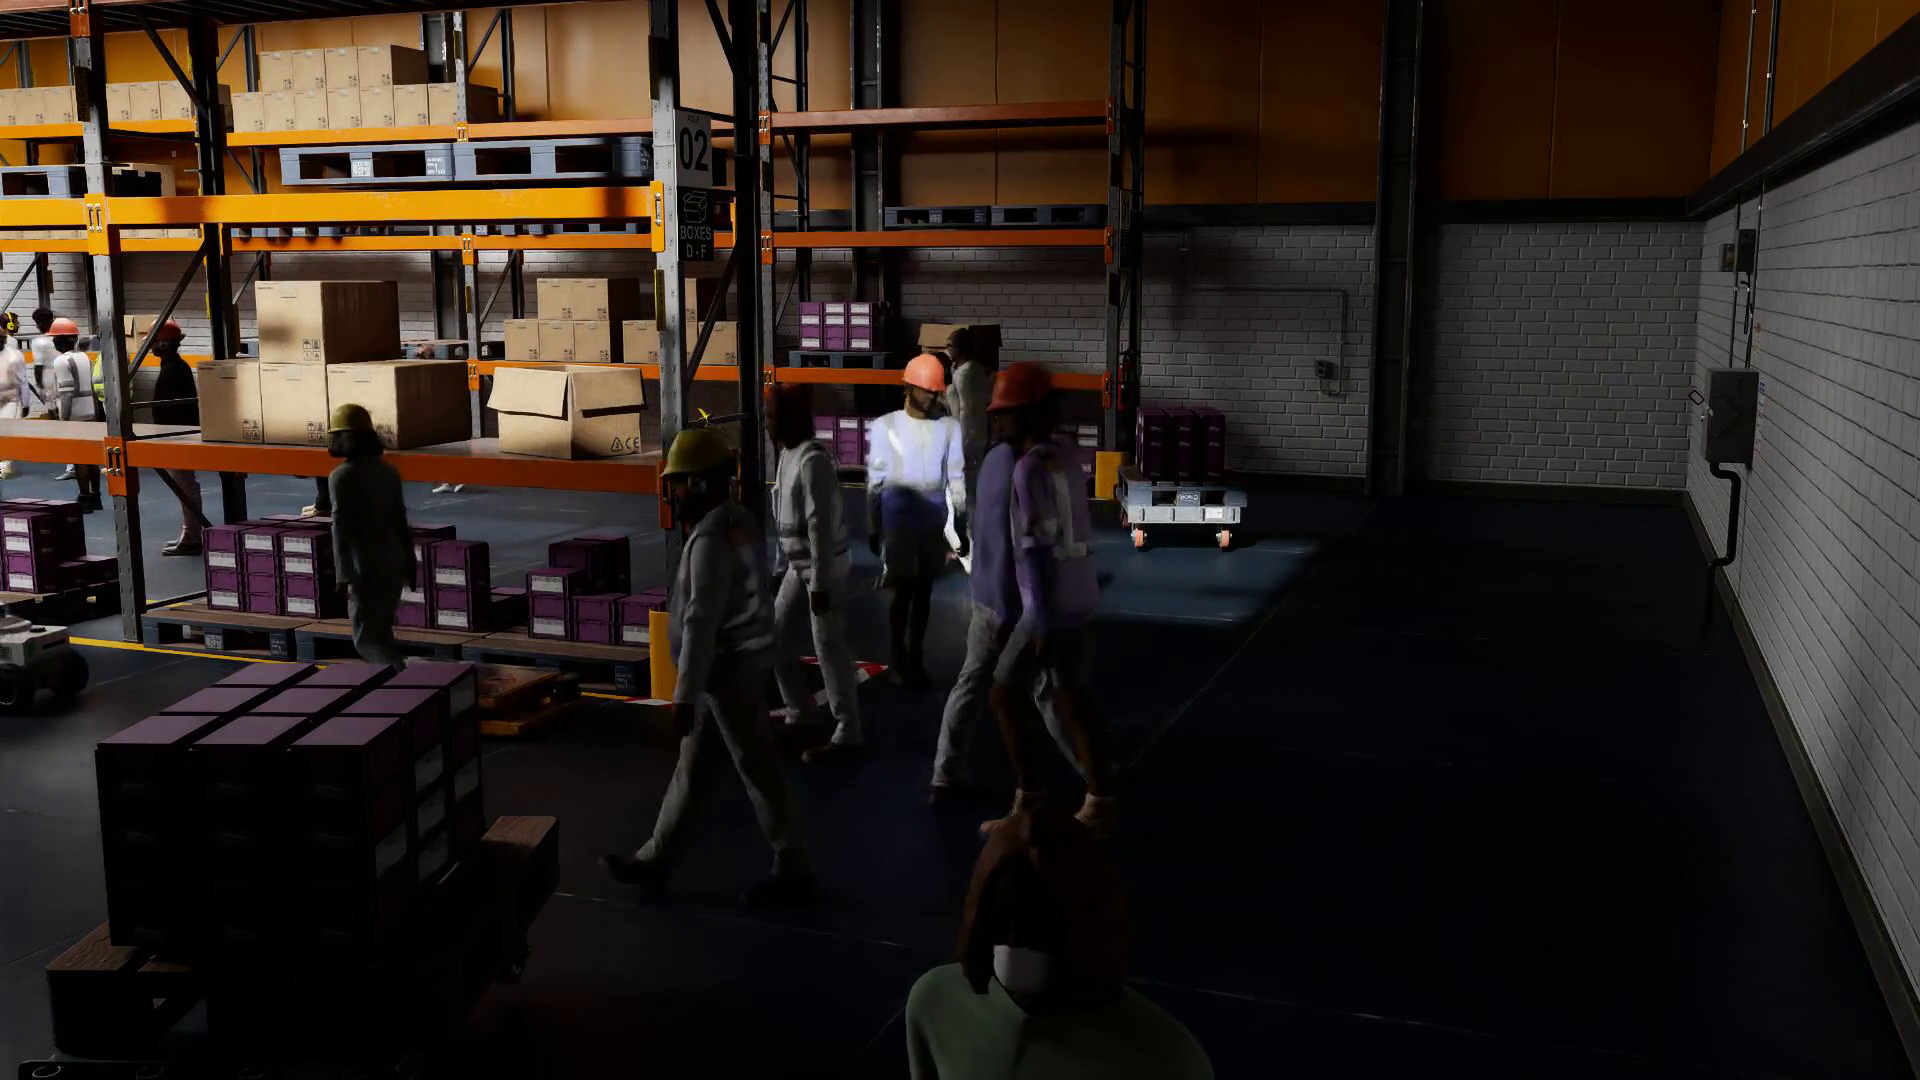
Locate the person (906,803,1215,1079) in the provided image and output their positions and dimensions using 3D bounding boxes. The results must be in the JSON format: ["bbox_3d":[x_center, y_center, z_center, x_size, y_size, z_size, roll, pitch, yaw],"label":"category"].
[{"bbox_3d":[0.125,1.169,2.419,0.504,1.629,0.275,6,11,32],"label":"person"}]

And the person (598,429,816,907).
[{"bbox_3d":[-0.959,0.487,6.186,0.900,1.773,0.715,0,9,-2],"label":"person"}]

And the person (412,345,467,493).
[{"bbox_3d":[-5.607,-1.297,17.932,0.537,1.608,0.554,-3,9,-18],"label":"person"}]

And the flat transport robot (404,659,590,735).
[{"bbox_3d":[-2.776,0.814,8.889,1.431,0.197,0.652,3,10,20],"label":"flat transport robot"}]

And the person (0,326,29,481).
[{"bbox_3d":[-11.188,-1.610,19.377,0.619,1.793,0.952,-3,10,-18],"label":"person"}]

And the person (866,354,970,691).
[{"bbox_3d":[-0.224,-0.093,9.410,0.558,1.918,0.489,-4,10,-22],"label":"person"}]

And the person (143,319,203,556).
[{"bbox_3d":[-6.615,-0.864,14.022,0.392,1.995,0.612,-3,9,-17],"label":"person"}]

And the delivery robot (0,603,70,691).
[{"bbox_3d":[-5.281,0.587,9.126,0.707,0.478,0.477,2,9,11],"label":"delivery robot"}]

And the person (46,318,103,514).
[{"bbox_3d":[-8.776,-1.221,16.447,0.379,1.937,0.547,0,9,-1],"label":"person"}]

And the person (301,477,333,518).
[{"bbox_3d":[-6.298,-1.224,16.142,0.537,2.000,0.683,-3,9,-17],"label":"person"}]

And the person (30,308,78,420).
[{"bbox_3d":[-11.681,-2.039,21.571,0.529,1.940,0.635,6,11,34],"label":"person"}]

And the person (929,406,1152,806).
[{"bbox_3d":[0.325,0.264,7.330,1.017,1.874,0.629,-2,9,-10],"label":"person"}]

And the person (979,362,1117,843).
[{"bbox_3d":[0.361,0.277,6.867,0.650,1.999,0.638,3,10,20],"label":"person"}]

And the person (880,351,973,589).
[{"bbox_3d":[-0.153,-0.510,12.434,0.960,1.790,0.622,-2,9,-15],"label":"person"}]

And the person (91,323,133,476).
[{"bbox_3d":[-9.961,-1.670,19.563,0.429,1.846,0.626,-7,11,-35],"label":"person"}]

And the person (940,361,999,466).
[{"bbox_3d":[0.045,-0.923,14.730,0.615,1.894,0.757,0,9,1],"label":"person"}]

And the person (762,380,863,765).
[{"bbox_3d":[-0.763,0.159,8.067,0.509,1.861,0.583,-4,10,-23],"label":"person"}]

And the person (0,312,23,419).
[{"bbox_3d":[-12.506,-2.068,21.980,0.533,1.870,0.315,6,11,33],"label":"person"}]

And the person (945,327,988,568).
[{"bbox_3d":[0.051,-0.745,13.454,0.352,1.937,0.635,1,9,5],"label":"person"}]

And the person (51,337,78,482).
[{"bbox_3d":[-10.176,-1.547,19.031,0.532,1.768,0.311,4,10,21],"label":"person"}]

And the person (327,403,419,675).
[{"bbox_3d":[-2.958,0.153,8.554,0.662,1.705,0.511,3,10,19],"label":"person"}]
